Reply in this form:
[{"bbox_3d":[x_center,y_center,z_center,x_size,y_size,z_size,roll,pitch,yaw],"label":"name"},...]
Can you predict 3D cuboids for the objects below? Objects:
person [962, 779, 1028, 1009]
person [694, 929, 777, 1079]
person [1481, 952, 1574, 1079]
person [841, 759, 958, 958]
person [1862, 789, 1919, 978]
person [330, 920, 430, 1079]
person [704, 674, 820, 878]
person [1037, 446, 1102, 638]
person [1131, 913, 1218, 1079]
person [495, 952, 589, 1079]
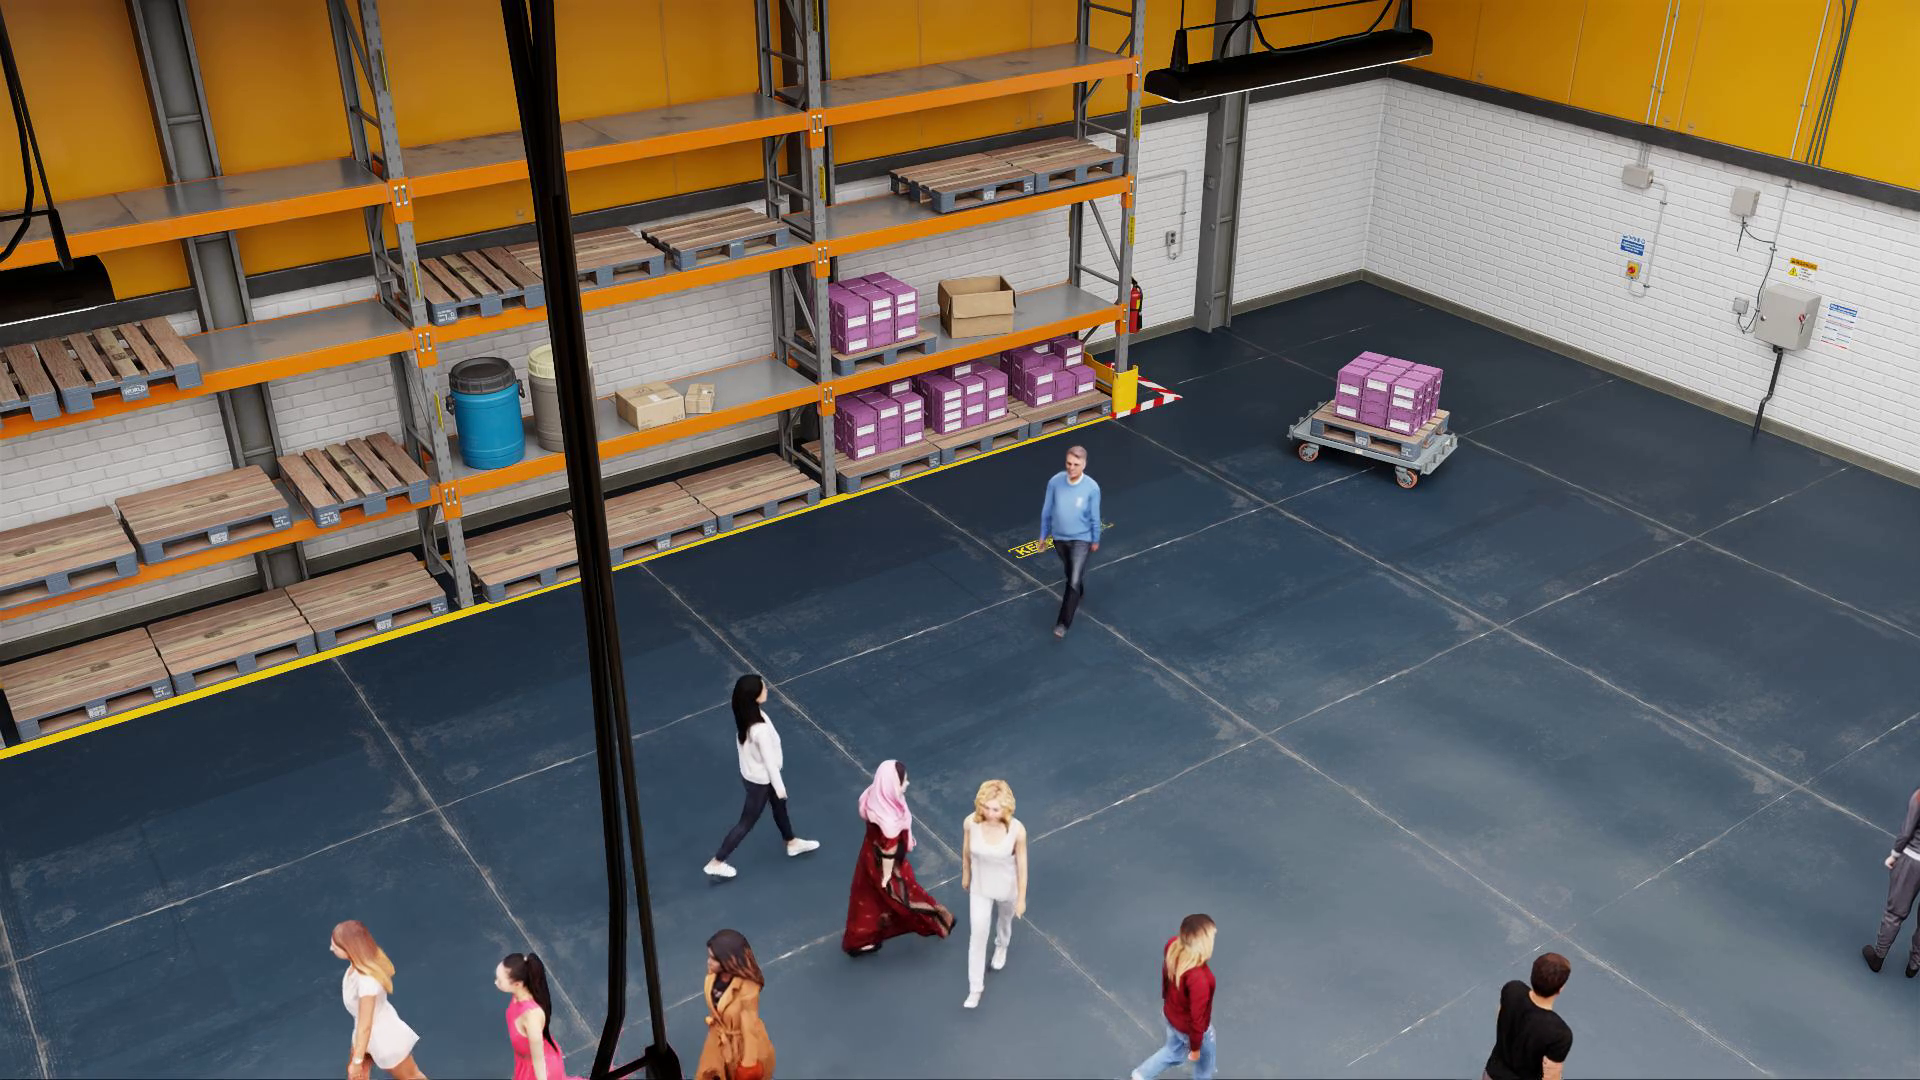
[{"bbox_3d":[0.261,2.234,11.056,1.017,1.632,1.102,7,29,12],"label":"person"},{"bbox_3d":[-1.218,2.925,9.716,0.797,1.702,0.860,24,37,37],"label":"person"},{"bbox_3d":[3.046,3.065,9.321,1.182,1.834,0.671,-19,34,-31],"label":"person"},{"bbox_3d":[-0.581,2.159,11.208,1.134,1.618,0.835,-8,30,-15],"label":"person"},{"bbox_3d":[6.408,2.160,11.038,0.657,1.779,0.680,10,30,17],"label":"person"},{"bbox_3d":[-3.323,2.902,9.802,1.086,1.659,0.733,-12,31,-22],"label":"person"},{"bbox_3d":[-1.528,1.732,11.943,1.176,1.663,0.778,-12,31,-21],"label":"person"},{"bbox_3d":[1.038,-0.065,15.133,1.009,1.764,1.240,14,31,23],"label":"person"},{"bbox_3d":[1.283,2.883,9.887,1.007,1.612,0.724,-11,31,-20],"label":"person"},{"bbox_3d":[-2.334,3.010,9.557,1.034,1.705,0.744,-9,30,-17],"label":"person"}]
